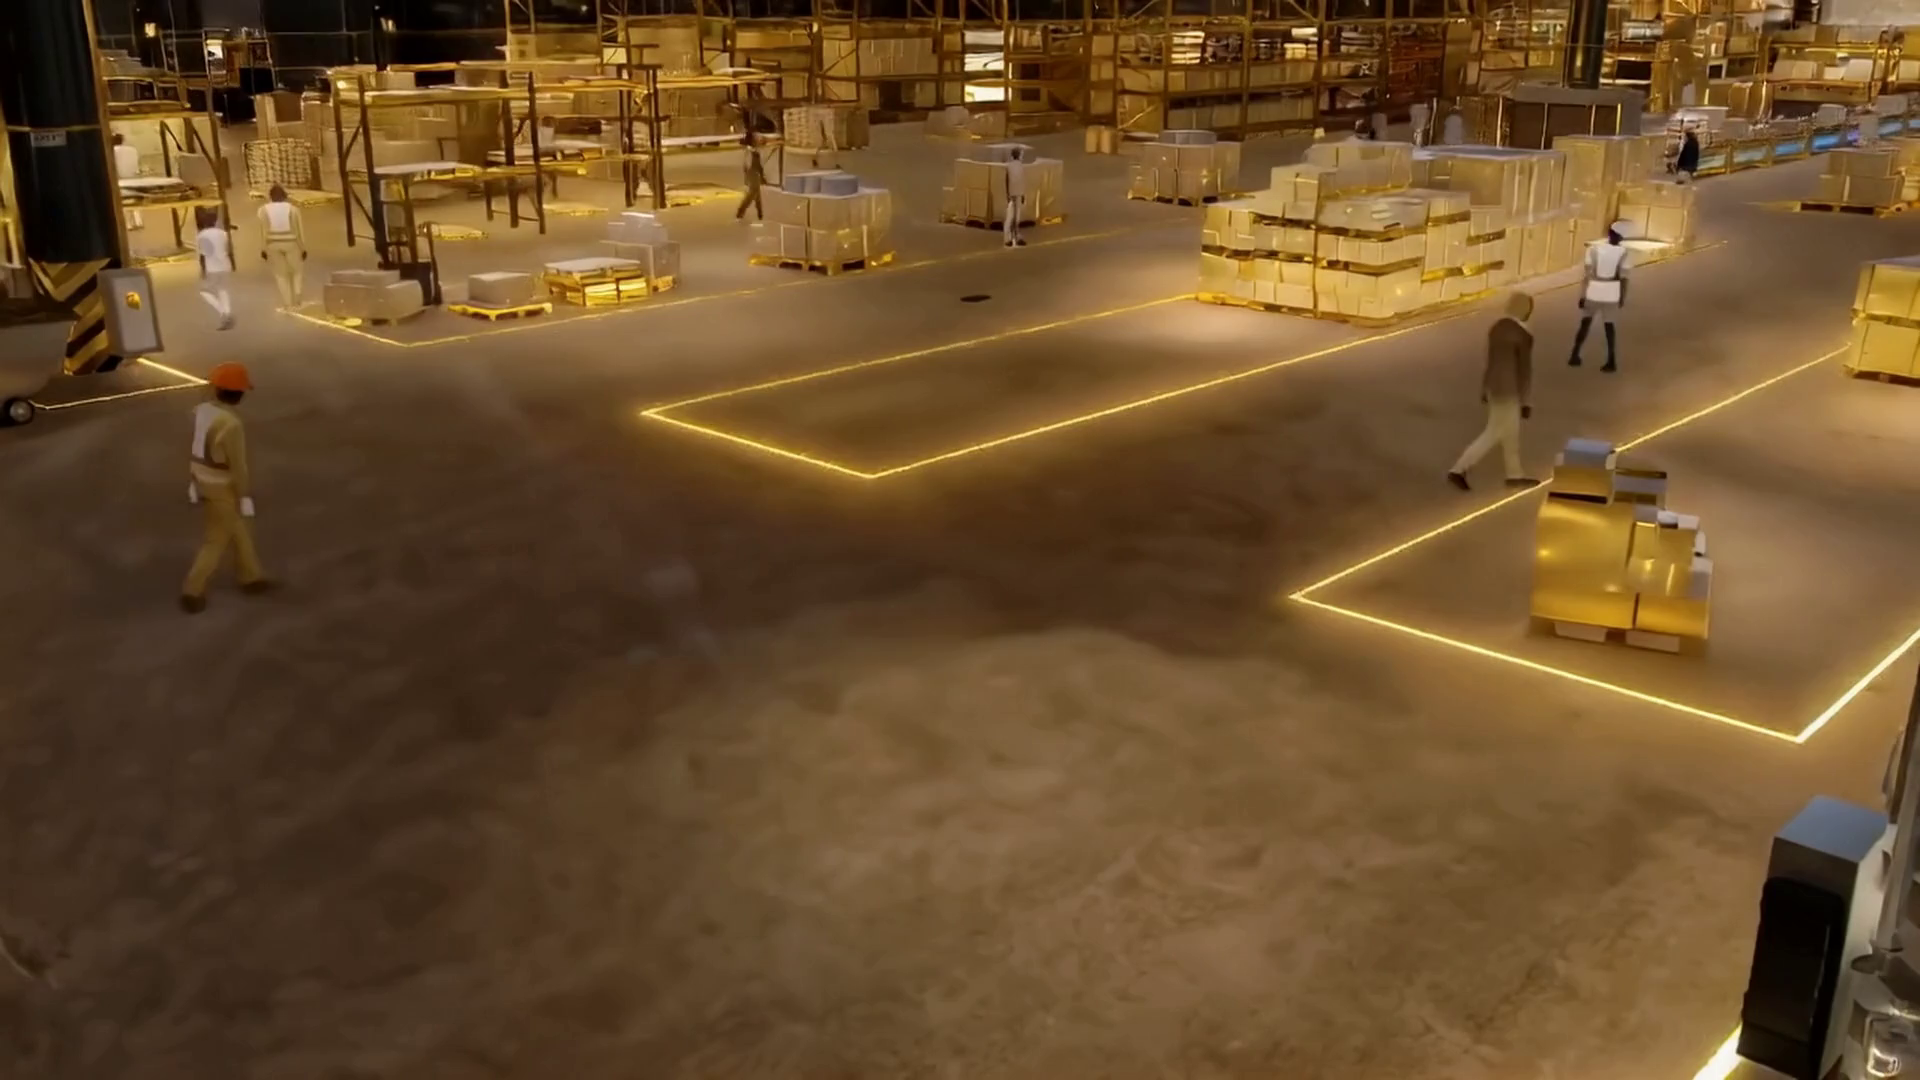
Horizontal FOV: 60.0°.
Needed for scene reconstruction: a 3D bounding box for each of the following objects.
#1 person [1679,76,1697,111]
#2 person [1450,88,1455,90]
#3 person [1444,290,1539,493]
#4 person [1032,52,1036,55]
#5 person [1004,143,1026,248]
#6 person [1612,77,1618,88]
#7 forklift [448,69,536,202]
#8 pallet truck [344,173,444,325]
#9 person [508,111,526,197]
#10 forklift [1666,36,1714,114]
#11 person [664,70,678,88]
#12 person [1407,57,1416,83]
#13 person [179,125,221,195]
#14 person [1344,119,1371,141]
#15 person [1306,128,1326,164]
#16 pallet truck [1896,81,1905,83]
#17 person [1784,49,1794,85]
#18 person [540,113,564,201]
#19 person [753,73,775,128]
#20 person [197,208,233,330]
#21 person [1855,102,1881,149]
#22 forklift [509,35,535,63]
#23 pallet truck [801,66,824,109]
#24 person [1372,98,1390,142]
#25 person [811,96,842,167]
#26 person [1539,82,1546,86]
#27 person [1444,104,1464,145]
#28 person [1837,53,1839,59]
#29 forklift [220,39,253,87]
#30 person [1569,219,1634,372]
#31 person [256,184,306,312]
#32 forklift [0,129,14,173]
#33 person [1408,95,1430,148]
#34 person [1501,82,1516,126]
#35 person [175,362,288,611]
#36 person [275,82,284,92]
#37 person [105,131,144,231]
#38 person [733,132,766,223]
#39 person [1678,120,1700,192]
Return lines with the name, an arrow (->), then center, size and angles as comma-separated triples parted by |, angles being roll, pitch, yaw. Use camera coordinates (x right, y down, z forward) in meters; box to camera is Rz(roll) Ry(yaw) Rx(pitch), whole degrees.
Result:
person -> 23.181, -13.754, 52.812 | 0.651, 1.857, 0.954 | -10, 21, -28
person -> 23.006, -22.006, 77.555 | 0.375, 1.939, 0.628 | 7, 20, 20
person -> 5.001, -1.371, 15.455 | 0.968, 1.909, 0.646 | -3, 19, -8
person -> 3.365, -21.401, 75.864 | 0.666, 1.853, 0.991 | -15, 24, -39
person -> 1.011, -6.260, 30.221 | 0.315, 1.869, 0.526 | 15, 23, 37
person -> 22.316, -15.053, 57.109 | 0.427, 1.621, 0.501 | 16, 24, 40
forklift -> -10.592, -9.078, 37.133 | 1.129, 2.768, 1.873 | 17, 25, 41
pallet truck -> -8.209, -4.181, 23.757 | 0.823, 1.965, 1.885 | 3, 19, 9
person -> -10.053, -8.745, 37.687 | 0.342, 1.882, 0.579 | -2, 18, -5
forklift -> 27.341, -17.291, 61.877 | 1.129, 2.768, 1.873 | 17, 25, 41
person -> -11.407, -17.922, 65.718 | 0.521, 1.638, 0.311 | 1, 18, 4
person -> 21.379, -22.229, 78.736 | 0.442, 1.613, 0.533 | -3, 19, -8
person -> -17.366, -8.594, 37.692 | 0.531, 1.590, 0.896 | 16, 24, 40
person -> 8.110, -7.661, 34.174 | 0.680, 2.000, 1.022 | -6, 19, -17
person -> 6.993, -7.074, 32.568 | 0.543, 1.938, 0.356 | -5, 19, -15
pallet truck -> 34.802, -16.331, 61.455 | 0.653, 1.274, 1.630 | 17, 25, 41
person -> 40.420, -23.010, 80.882 | 0.673, 1.748, 0.534 | -16, 24, -40
person -> -9.078, -8.463, 36.820 | 0.466, 1.903, 0.580 | -17, 25, -41
person -> -6.702, -14.756, 55.805 | 0.917, 1.890, 0.606 | 1, 18, 3
person -> -10.210, -3.699, 22.789 | 0.366, 1.681, 0.560 | 7, 19, 19
person -> 23.415, -10.409, 42.893 | 0.485, 1.751, 0.544 | -13, 22, -34
forklift -> -16.798, -18.035, 64.120 | 1.873, 2.768, 1.129 | 17, 25, 41
pallet truck -> -4.812, -15.182, 56.903 | 0.823, 1.965, 1.885 | -9, 21, -26
person -> 10.387, -9.993, 41.338 | 0.526, 1.954, 0.609 | 13, 22, 34
person -> -3.538, -10.754, 43.819 | 0.797, 1.845, 0.518 | 9, 20, 25
person -> 18.528, -13.733, 53.035 | 0.540, 1.682, 0.512 | 12, 22, 32
person -> 12.526, -10.217, 42.375 | 0.546, 1.729, 0.875 | -2, 18, -6
person -> 41.129, -22.273, 78.293 | 0.415, 1.985, 0.610 | 13, 22, 34
forklift -> -25.485, -16.302, 58.898 | 1.873, 2.768, 1.129 | 17, 25, 41
person -> 7.900, -3.005, 20.427 | 0.594, 1.875, 0.596 | 8, 20, 22
person -> -9.885, -4.271, 24.297 | 0.649, 1.820, 0.615 | -6, 19, -17
forklift -> -24.027, -10.894, 42.604 | 1.129, 2.768, 1.873 | 17, 25, 41
person -> 13.115, -11.867, 47.443 | 0.541, 1.663, 0.852 | 9, 20, 26
person -> 16.913, -13.138, 51.068 | 0.618, 1.782, 0.944 | 13, 23, 35
person -> -5.634, -0.391, 12.519 | 0.824, 1.895, 0.613 | -12, 22, -32
person -> -20.025, -12.522, 49.054 | 0.656, 1.893, 0.985 | -14, 23, -36
person -> -16.223, -6.946, 32.239 | 0.457, 1.901, 0.608 | 14, 23, 35
person -> -4.175, -7.202, 33.146 | 0.901, 1.819, 0.511 | 6, 19, 17
person -> 14.769, -7.519, 33.817 | 0.379, 1.996, 0.608 | 6, 19, 18
